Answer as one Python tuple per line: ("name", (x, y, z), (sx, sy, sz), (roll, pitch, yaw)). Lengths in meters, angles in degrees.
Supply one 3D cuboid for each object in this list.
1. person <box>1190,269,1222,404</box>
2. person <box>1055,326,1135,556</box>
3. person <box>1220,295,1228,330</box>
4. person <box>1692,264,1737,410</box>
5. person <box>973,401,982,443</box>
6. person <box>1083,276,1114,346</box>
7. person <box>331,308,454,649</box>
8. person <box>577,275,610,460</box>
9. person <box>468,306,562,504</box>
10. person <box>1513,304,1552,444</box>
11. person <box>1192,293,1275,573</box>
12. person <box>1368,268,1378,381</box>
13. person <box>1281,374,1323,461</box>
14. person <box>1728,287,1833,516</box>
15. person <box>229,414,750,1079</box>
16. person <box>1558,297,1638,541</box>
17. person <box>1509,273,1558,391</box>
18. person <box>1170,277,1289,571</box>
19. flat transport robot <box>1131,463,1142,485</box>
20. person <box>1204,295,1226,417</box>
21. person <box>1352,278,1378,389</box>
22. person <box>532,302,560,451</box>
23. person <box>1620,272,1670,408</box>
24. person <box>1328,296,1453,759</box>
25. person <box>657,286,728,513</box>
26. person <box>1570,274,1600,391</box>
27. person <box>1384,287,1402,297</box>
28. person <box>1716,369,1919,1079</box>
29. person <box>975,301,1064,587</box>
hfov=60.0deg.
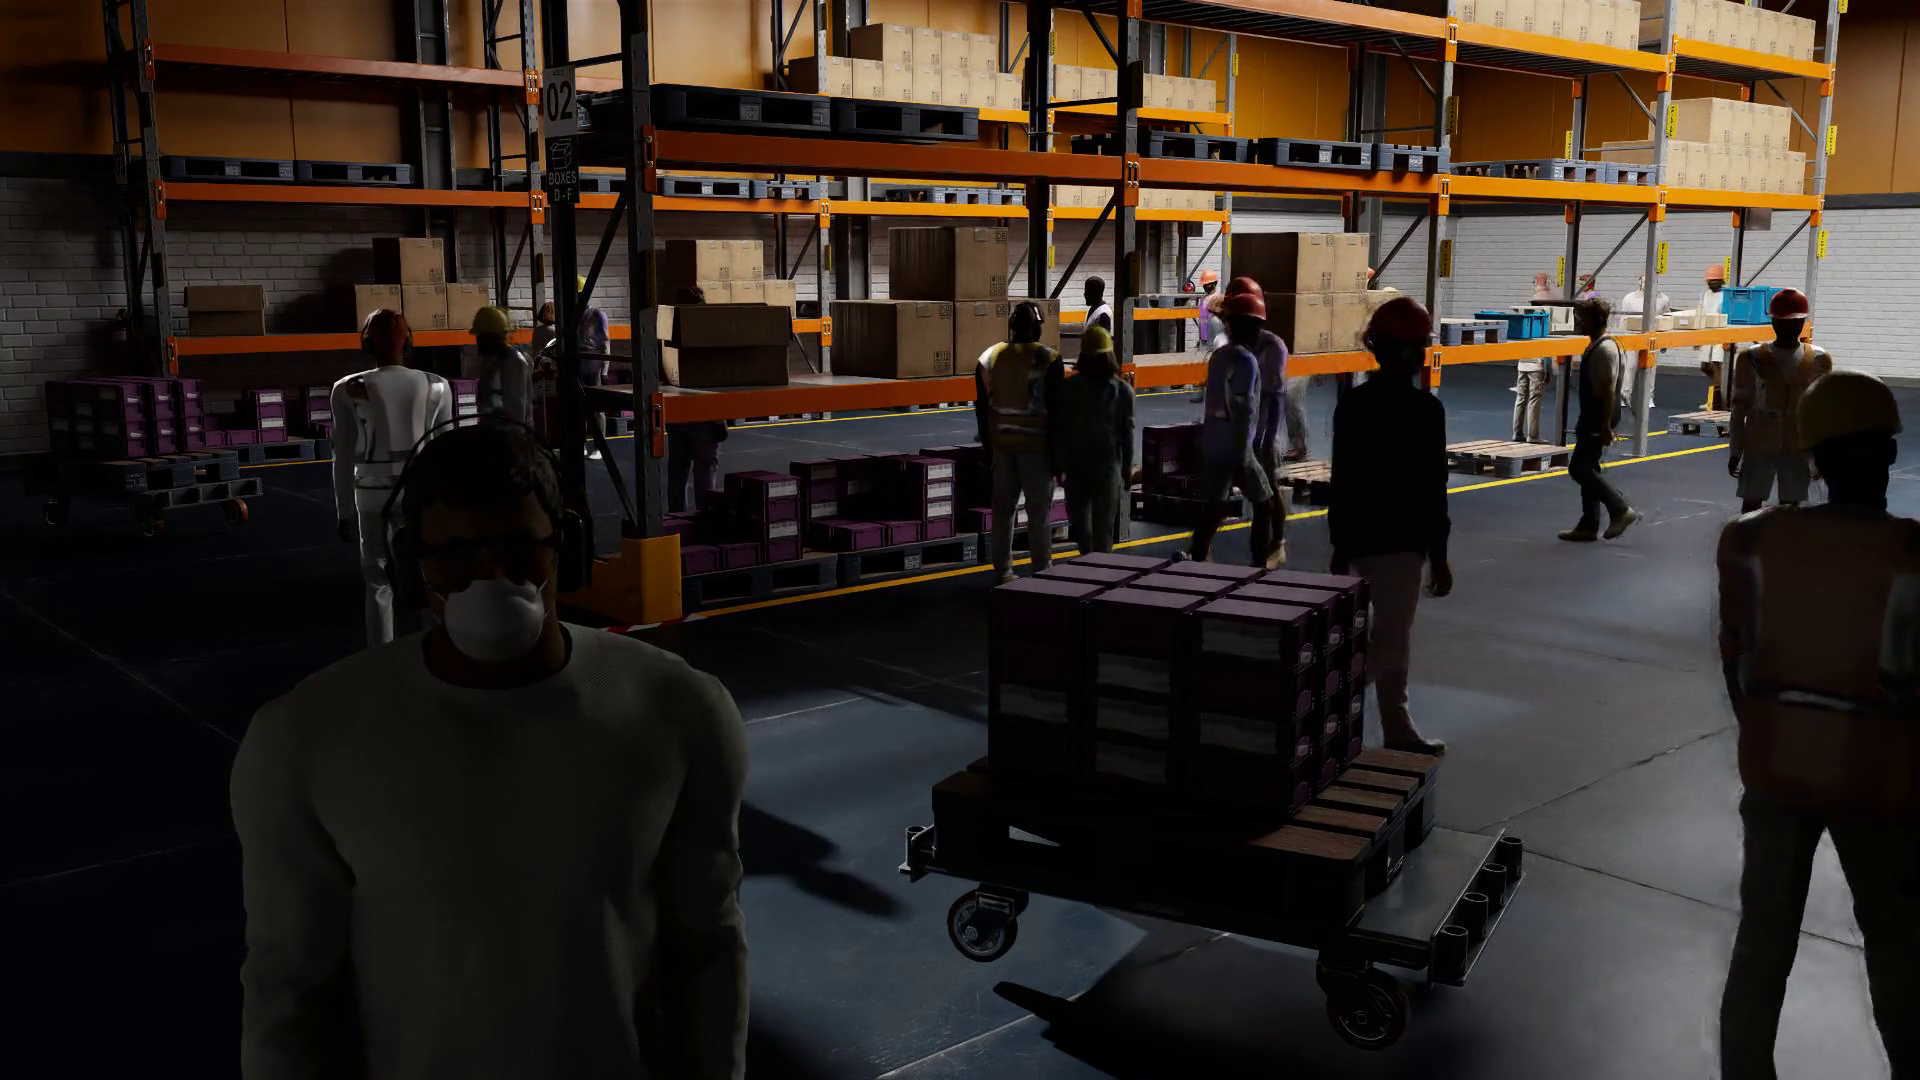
("person", (3.578, -2.914, 23.915), (0.362, 1.934, 0.543), (-5, 11, -29))
("person", (0.839, -0.471, 10.238), (0.474, 1.708, 0.773), (3, 10, 17))
("person", (3.527, -2.464, 21.099), (0.611, 1.996, 0.387), (1, 10, 8))
("person", (10.504, -2.795, 22.987), (0.710, 2.012, 0.630), (-3, 10, -18))
("person", (0.254, -1.882, 18.688), (0.536, 1.655, 0.852), (-3, 10, -15))
("person", (1.516, -1.916, 18.161), (0.392, 1.911, 0.582), (-1, 10, -8))
("person", (-2.708, -0.169, 8.014), (0.578, 1.879, 0.346), (-6, 12, -33))
("person", (-3.937, -1.792, 17.371), (0.594, 1.922, 0.386), (5, 11, 25))
("person", (-3.159, -0.769, 11.837), (0.942, 1.781, 0.634), (-7, 12, -35))
("person", (6.525, -1.911, 18.923), (0.311, 1.634, 0.519), (-4, 10, -23))
("person", (1.752, -0.549, 10.159), (0.796, 1.894, 0.558), (-3, 10, -18))
("person", (4.940, -2.332, 20.337), (0.389, 1.989, 0.623), (-5, 11, -29))
("person", (3.421, -1.757, 17.152), (0.526, 1.922, 0.655), (-9, 13, -42))
("person", (4.975, -0.559, 10.112), (0.551, 1.935, 0.371), (2, 10, 14))
("person", (-0.560, 0.806, 2.120), (0.629, 1.940, 0.372), (-4, 10, -22))
("person", (4.725, -0.877, 12.300), (0.454, 1.826, 0.504), (3, 10, 16))
("person", (9.097, -3.229, 25.955), (0.645, 1.871, 0.813), (-8, 13, -41))
("person", (1.847, -0.725, 10.958), (1.080, 1.978, 0.622), (-8, 13, -41))
("flat transport robot", (1.212, -0.519, 14.751), (1.431, 0.197, 0.652), (-9, 13, -41))
("person", (3.257, -2.285, 21.105), (0.281, 1.634, 0.498), (-1, 10, -4))
("person", (4.746, -2.146, 19.610), (0.310, 1.868, 0.534), (-1, 10, -6))
("person", (-4.491, -1.786, 18.215), (0.493, 1.626, 0.286), (8, 12, 38))
("person", (9.585, -2.796, 23.305), (0.643, 1.908, 0.399), (3, 10, 17))
("person", (1.656, 0.006, 6.721), (0.882, 1.970, 0.609), (-4, 10, -21))
("person", (-1.947, -0.907, 12.243), (0.643, 1.909, 0.409), (7, 12, 35))
("person", (9.958, -3.282, 26.350), (0.390, 1.837, 0.563), (2, 10, 9))
("person", (5.089, -2.109, 19.720), (0.339, 1.760, 0.527), (-3, 10, -15))
("person", (2.047, 0.539, 3.908), (0.577, 1.864, 0.990), (9, 13, 42))
("person", (0.407, -0.576, 10.497), (0.624, 1.844, 0.430), (6, 11, 32))
